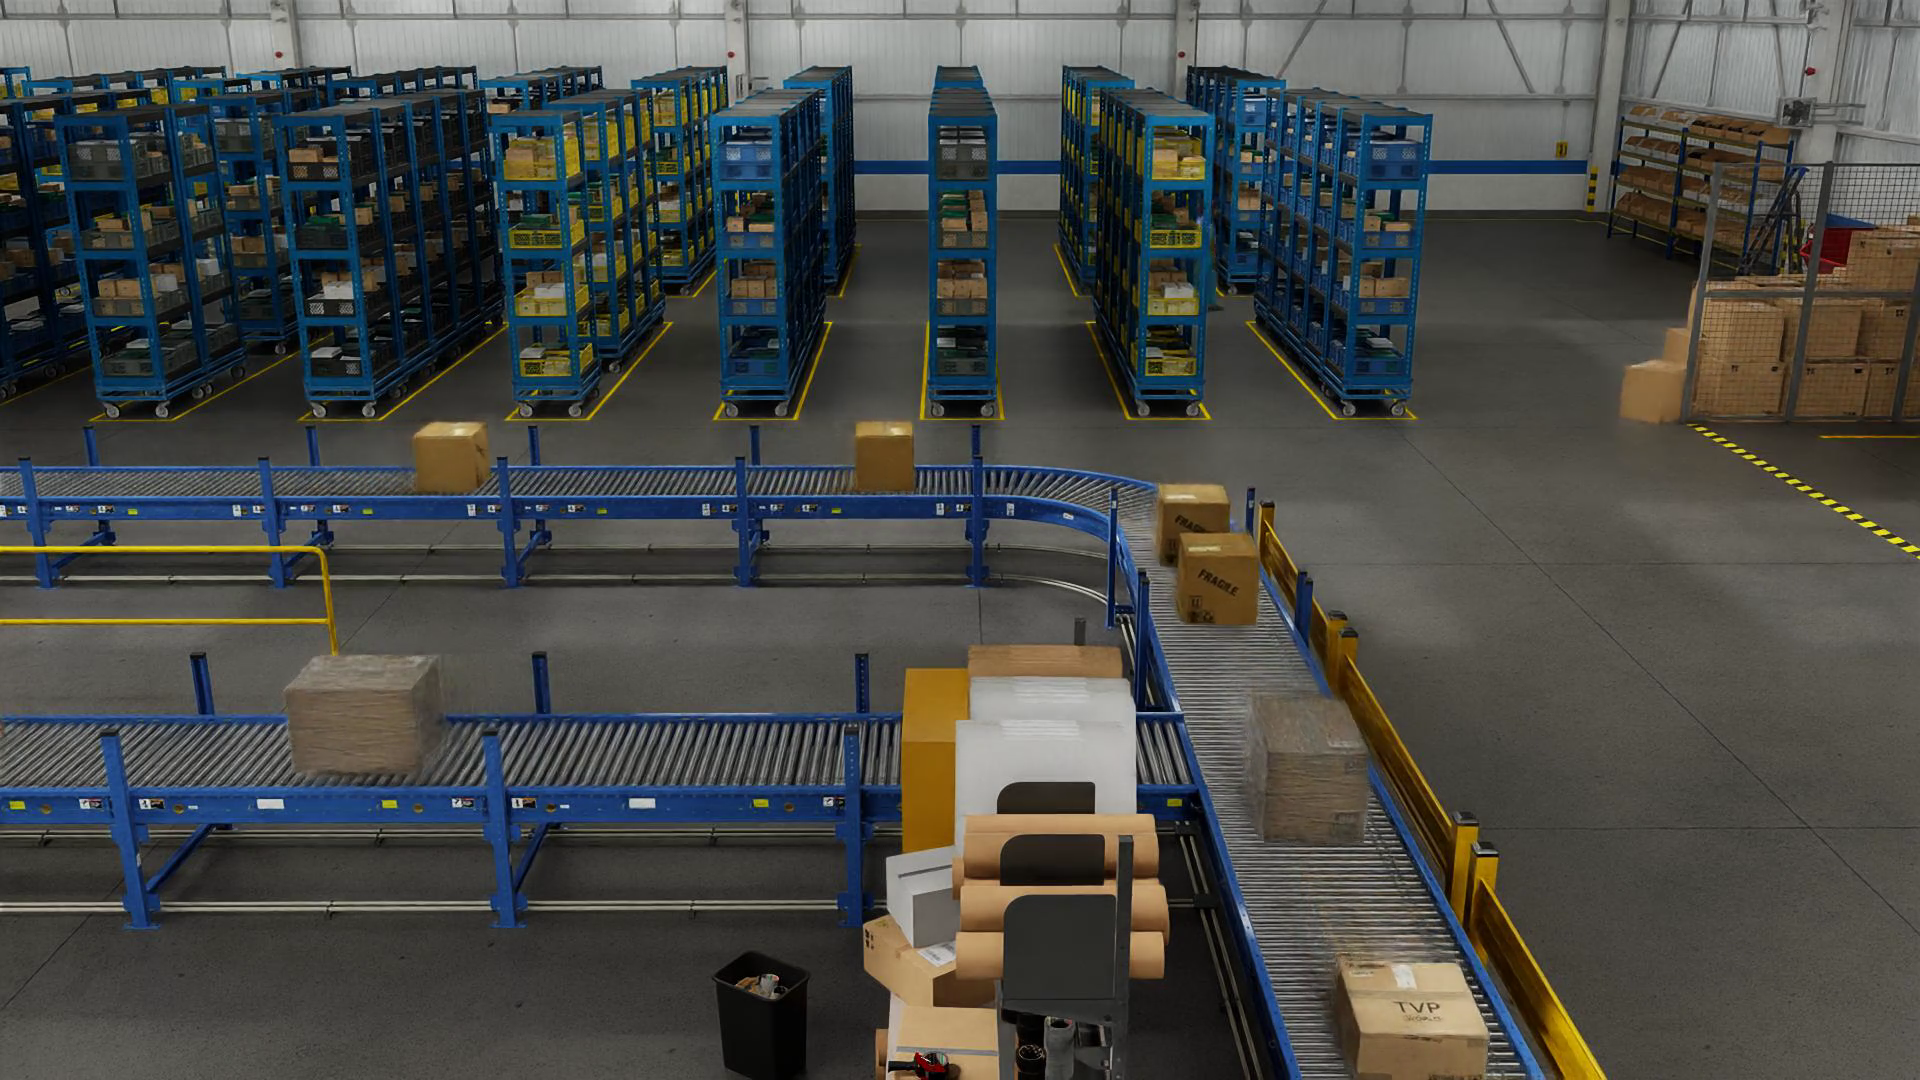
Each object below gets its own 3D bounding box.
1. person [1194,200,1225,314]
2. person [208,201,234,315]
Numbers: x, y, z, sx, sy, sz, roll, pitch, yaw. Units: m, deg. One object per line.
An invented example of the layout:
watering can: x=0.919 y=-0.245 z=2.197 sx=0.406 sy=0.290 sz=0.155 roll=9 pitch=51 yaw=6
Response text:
person: x=4.047 y=-4.529 z=26.642 sx=0.753 sy=1.816 sz=0.611 roll=-2 pitch=18 yaw=-5
person: x=-11.778 y=-4.519 z=26.618 sx=0.406 sy=1.824 sz=0.586 roll=-10 pitch=21 yaw=-28
